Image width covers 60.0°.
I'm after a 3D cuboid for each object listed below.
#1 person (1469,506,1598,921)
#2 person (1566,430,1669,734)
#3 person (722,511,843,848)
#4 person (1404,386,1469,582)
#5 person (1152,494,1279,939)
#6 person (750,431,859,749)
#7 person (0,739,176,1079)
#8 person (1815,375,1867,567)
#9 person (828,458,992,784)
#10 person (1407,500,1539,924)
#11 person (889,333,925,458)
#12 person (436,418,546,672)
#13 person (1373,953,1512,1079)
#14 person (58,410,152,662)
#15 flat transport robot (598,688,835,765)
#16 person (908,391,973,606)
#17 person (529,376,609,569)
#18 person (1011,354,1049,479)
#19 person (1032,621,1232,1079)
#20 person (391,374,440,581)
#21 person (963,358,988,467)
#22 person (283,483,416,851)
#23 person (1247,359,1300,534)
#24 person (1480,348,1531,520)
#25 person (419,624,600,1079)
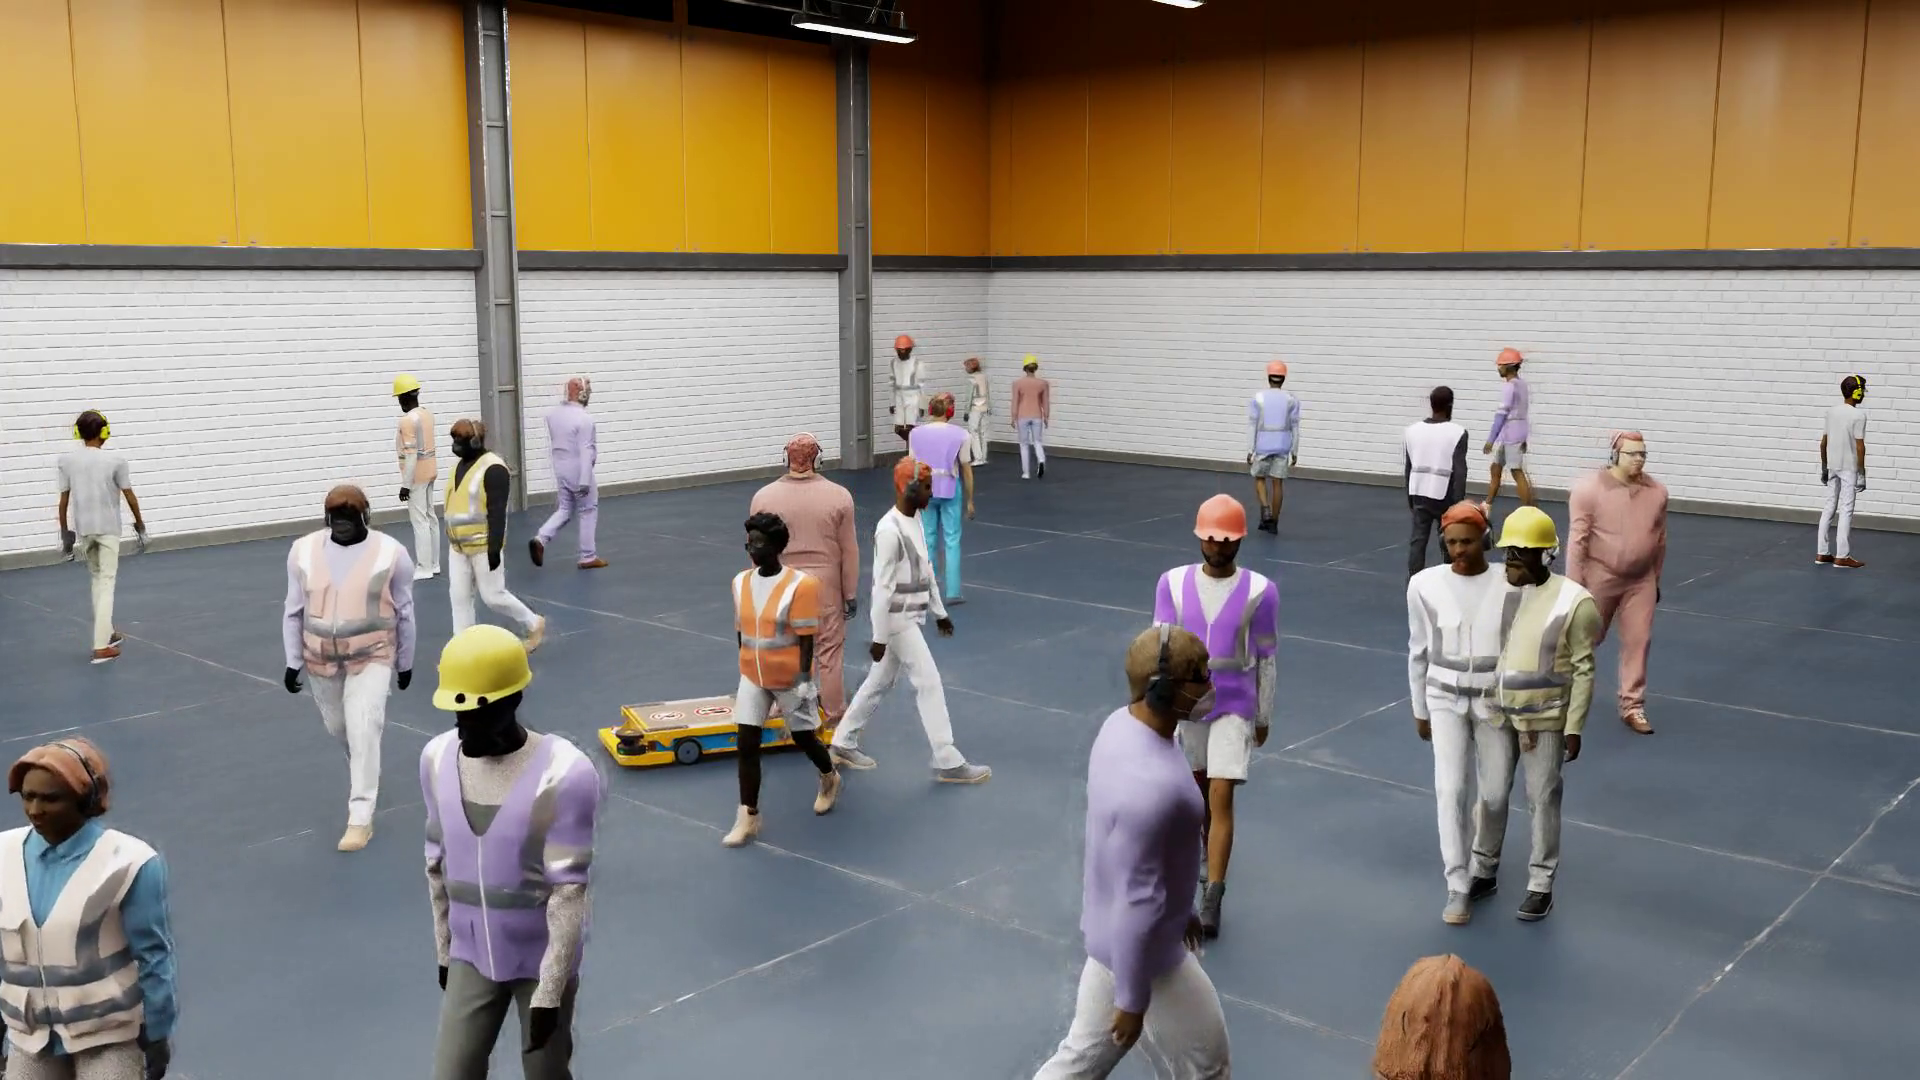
[{"bbox_3d":[2.481,0.757,7.354,0.591,1.833,0.404,9,13,44],"label":"person"},{"bbox_3d":[4.159,0.222,10.586,0.646,1.878,0.885,-1,9,-3],"label":"person"},{"bbox_3d":[-0.897,0.665,8.445,0.528,1.667,0.799,5,10,27],"label":"person"},{"bbox_3d":[4.132,-0.372,14.261,0.626,1.884,0.868,9,12,43],"label":"person"},{"bbox_3d":[1.128,0.724,7.430,0.549,1.891,1.015,4,10,21],"label":"person"},{"bbox_3d":[-0.918,0.305,9.960,0.637,1.911,0.406,0,9,0],"label":"person"},{"bbox_3d":[-2.355,1.313,4.491,0.527,1.624,0.530,1,9,5],"label":"person"},{"bbox_3d":[8.614,-0.669,16.201,0.310,1.868,0.533,-3,9,-16],"label":"person"},{"bbox_3d":[-0.337,0.446,9.361,0.976,1.835,0.560,1,9,7],"label":"person"},{"bbox_3d":[2.296,0.725,7.467,0.593,1.863,0.733,3,10,19],"label":"person"},{"bbox_3d":[-0.744,-2.009,24.199,0.621,2.010,0.713,5,10,30],"label":"person"},{"bbox_3d":[-3.413,0.023,12.004,0.621,1.823,0.760,7,12,38],"label":"person"},{"bbox_3d":[0.820,1.560,3.027,0.508,1.613,0.680,6,11,33],"label":"person"},{"bbox_3d":[-6.350,-0.046,12.415,0.542,1.834,0.823,0,9,1],"label":"person"},{"bbox_3d":[-1.401,1.112,10.015,1.431,0.197,0.652,-4,10,-23],"label":"flat transport robot"},{"bbox_3d":[-0.168,-0.356,14.307,0.569,1.843,0.372,3,10,18],"label":"person"},{"bbox_3d":[-3.733,-0.625,15.889,0.650,1.878,0.722,7,12,39],"label":"person"},{"bbox_3d":[0.973,-1.686,22.954,0.528,1.753,0.504,-2,9,-10],"label":"person"},{"bbox_3d":[0.508,1.152,4.724,1.009,1.899,0.641,0,9,-3],"label":"person"},{"bbox_3d":[-5.074,-0.580,15.490,0.382,1.917,0.585,0,9,3],"label":"person"},{"bbox_3d":[0.266,-1.906,24.782,0.327,1.610,0.618,5,10,28],"label":"person"},{"bbox_3d":[-3.098,0.588,8.523,0.617,1.809,0.941,0,9,-1],"label":"person"},{"bbox_3d":[3.428,-1.018,18.216,0.574,1.920,0.399,1,9,5],"label":"person"},{"bbox_3d":[6.122,-1.166,18.868,0.944,2.000,0.623,5,10,28],"label":"person"},{"bbox_3d":[-1.256,1.158,4.610,0.581,1.903,0.508,3,9,16],"label":"person"}]
